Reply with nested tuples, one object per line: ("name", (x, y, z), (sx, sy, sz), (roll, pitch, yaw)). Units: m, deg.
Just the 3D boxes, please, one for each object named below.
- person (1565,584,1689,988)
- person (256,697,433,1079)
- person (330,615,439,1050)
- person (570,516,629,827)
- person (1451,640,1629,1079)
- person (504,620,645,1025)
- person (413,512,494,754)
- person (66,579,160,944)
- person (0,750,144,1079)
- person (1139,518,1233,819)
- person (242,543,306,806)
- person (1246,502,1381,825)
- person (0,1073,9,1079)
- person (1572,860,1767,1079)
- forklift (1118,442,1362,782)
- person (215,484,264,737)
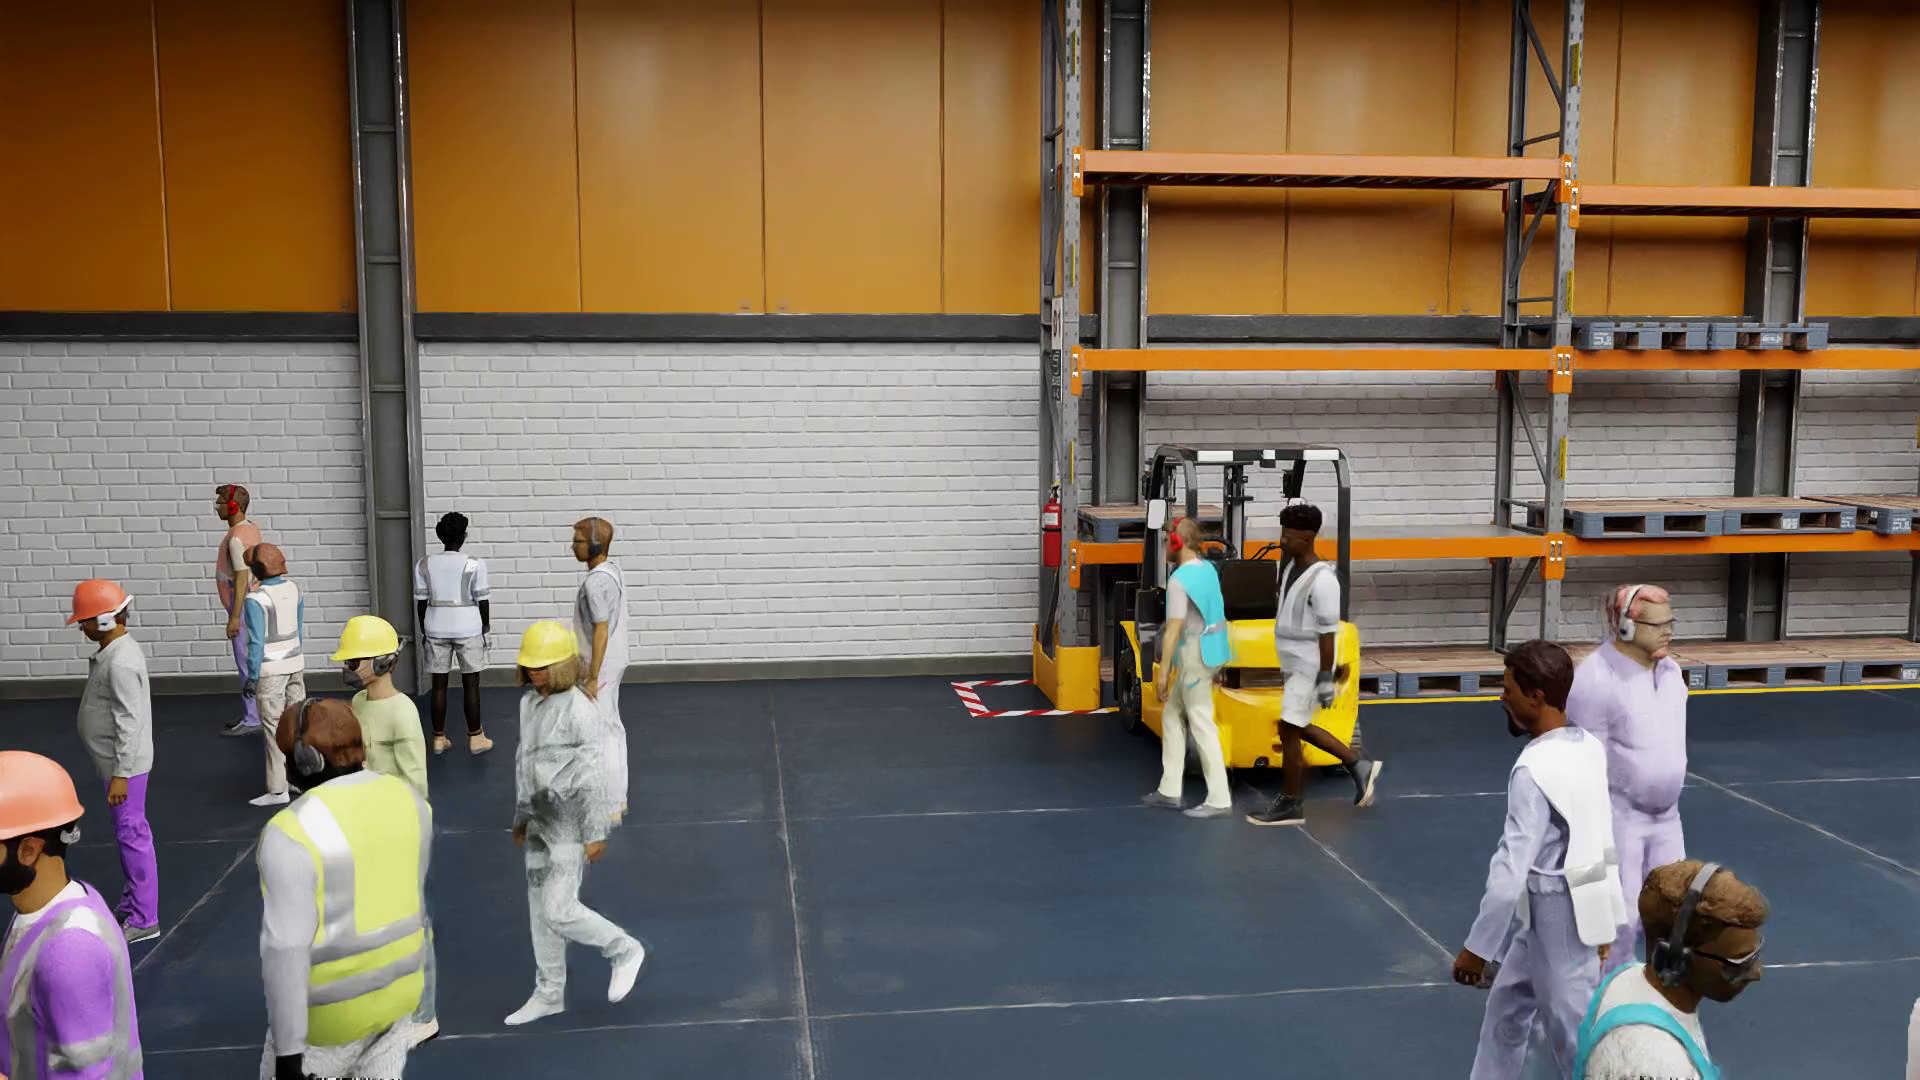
("person", (2.697, 1.107, 6.775), (0.652, 1.890, 0.550), (-4, 7, -29))
("person", (-1.792, 1.365, 4.857), (0.446, 1.815, 0.654), (3, 7, 24))
("person", (-2.338, 1.177, 6.710), (0.327, 1.767, 0.533), (-6, 9, -43))
("person", (-2.140, 0.777, 9.869), (0.332, 1.843, 0.518), (0, 7, 0))
("person", (1.836, 1.264, 5.483), (0.904, 1.877, 0.593), (4, 8, 30))
("person", (-1.636, 1.170, 6.946), (0.491, 1.727, 0.508), (-6, 9, -41))
("person", (-3.527, 0.651, 11.613), (0.539, 1.695, 0.318), (1, 7, 4))
("person", (-4.032, 1.048, 7.930), (0.339, 1.742, 0.563), (-4, 7, -29))
("person", (-2.086, 1.428, 3.824), (0.391, 1.930, 0.547), (-5, 8, -35))
("person", (1.351, 0.773, 10.060), (0.728, 1.797, 0.691), (3, 7, 25))
("person", (-4.247, 0.827, 10.320), (0.312, 1.639, 0.512), (1, 7, 13))
("person", (2.125, 0.734, 9.844), (0.779, 1.938, 0.620), (-1, 7, -5))
("person", (-1.685, 1.586, 2.481), (0.557, 1.912, 0.562), (-2, 7, -16))
("person", (1.404, 1.530, 3.452), (0.401, 1.814, 0.677), (2, 7, 16))
("forklift", (1.912, 0.418, 11.496), (1.214, 2.155, 2.313), (-1, 7, -8))
("person", (-5.250, 0.512, 12.193), (0.390, 1.843, 0.563), (-2, 7, -16))
